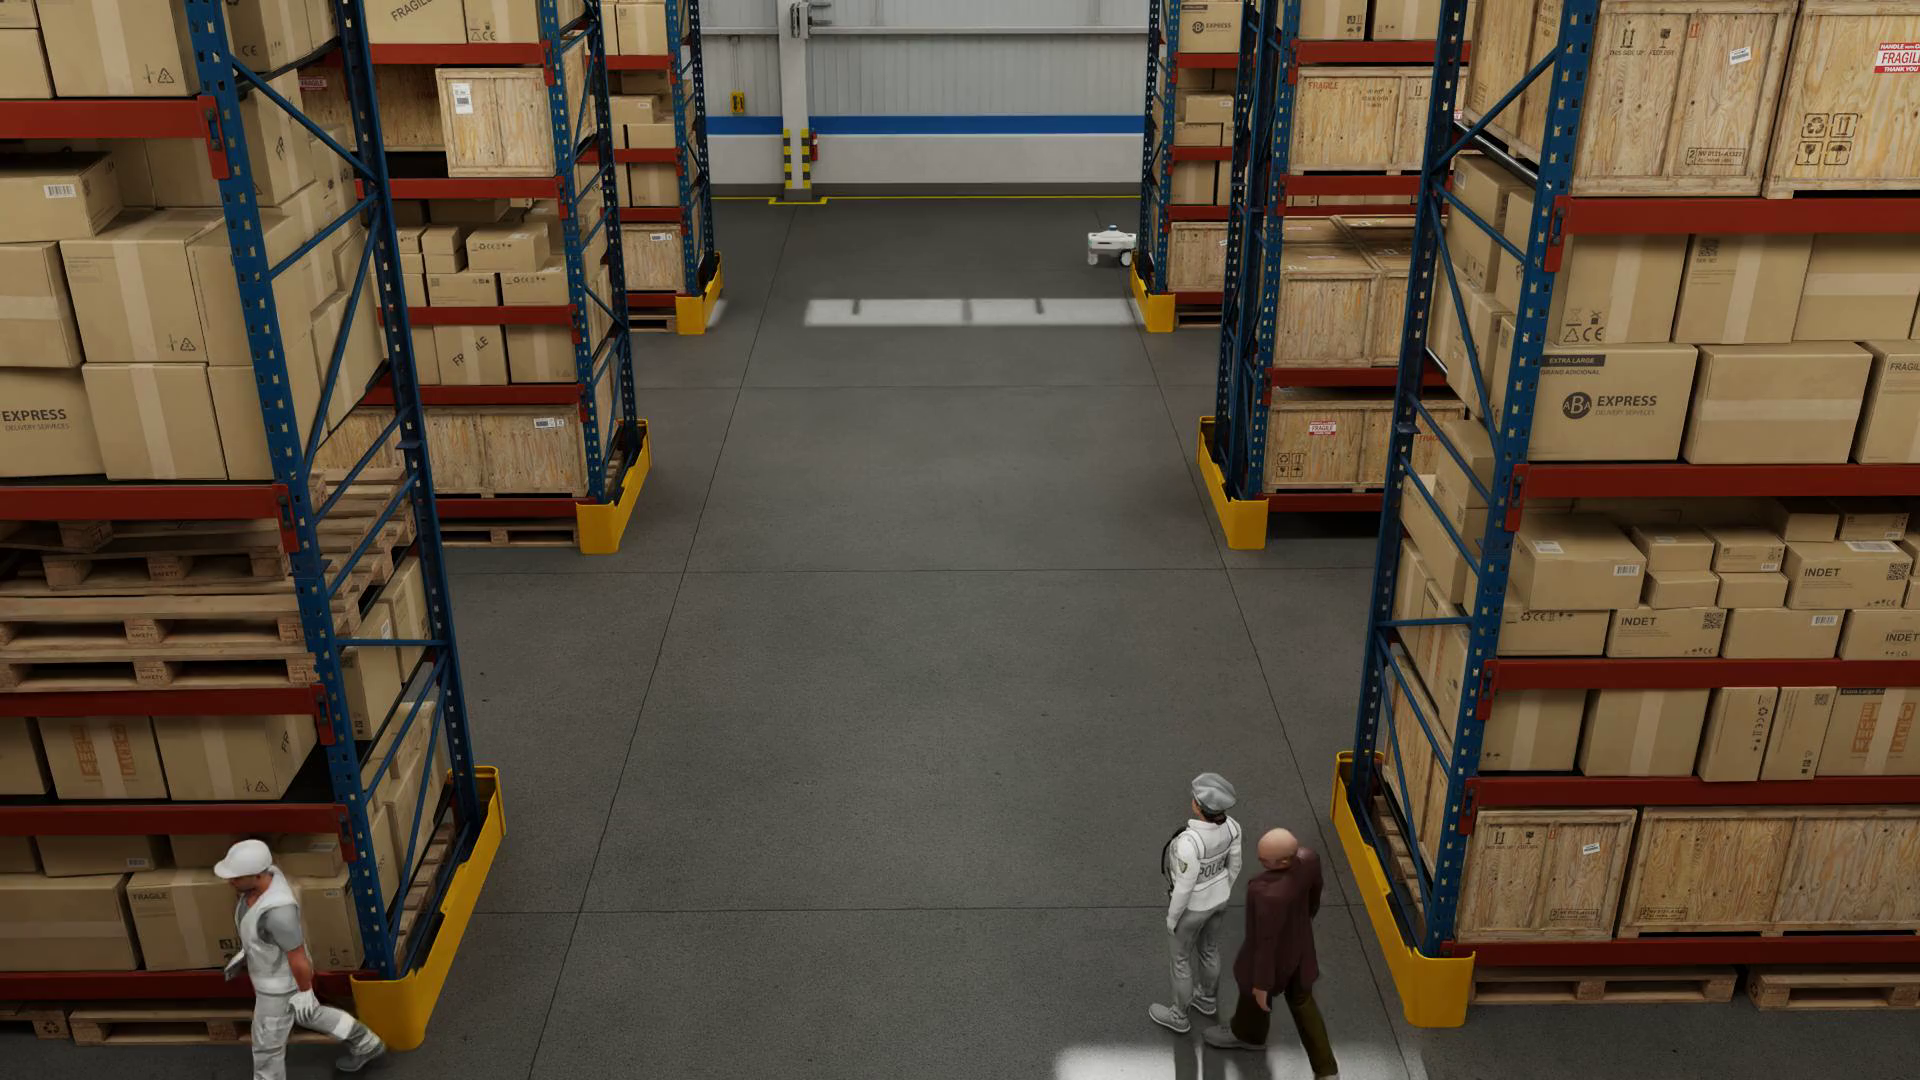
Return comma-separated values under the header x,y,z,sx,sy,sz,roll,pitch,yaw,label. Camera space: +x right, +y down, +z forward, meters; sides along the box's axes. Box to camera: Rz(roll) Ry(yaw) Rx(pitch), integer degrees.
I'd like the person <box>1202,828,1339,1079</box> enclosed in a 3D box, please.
x,y,z,sx,sy,sz,roll,pitch,yaw,label
1.778,2.233,9.107,0.707,1.731,0.876,-21,33,-38,person

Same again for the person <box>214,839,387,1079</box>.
x,y,z,sx,sy,sz,roll,pitch,yaw,label
-3.652,2.322,8.886,0.957,1.763,0.550,-13,28,-26,person

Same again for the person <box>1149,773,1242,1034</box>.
x,y,z,sx,sy,sz,roll,pitch,yaw,label
1.361,2.068,9.543,0.466,1.690,0.383,-19,31,-35,person

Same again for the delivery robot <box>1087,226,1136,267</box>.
x,y,z,sx,sy,sz,roll,pitch,yaw,label
2.313,-4.354,24.776,0.753,0.535,0.667,2,25,4,delivery robot
